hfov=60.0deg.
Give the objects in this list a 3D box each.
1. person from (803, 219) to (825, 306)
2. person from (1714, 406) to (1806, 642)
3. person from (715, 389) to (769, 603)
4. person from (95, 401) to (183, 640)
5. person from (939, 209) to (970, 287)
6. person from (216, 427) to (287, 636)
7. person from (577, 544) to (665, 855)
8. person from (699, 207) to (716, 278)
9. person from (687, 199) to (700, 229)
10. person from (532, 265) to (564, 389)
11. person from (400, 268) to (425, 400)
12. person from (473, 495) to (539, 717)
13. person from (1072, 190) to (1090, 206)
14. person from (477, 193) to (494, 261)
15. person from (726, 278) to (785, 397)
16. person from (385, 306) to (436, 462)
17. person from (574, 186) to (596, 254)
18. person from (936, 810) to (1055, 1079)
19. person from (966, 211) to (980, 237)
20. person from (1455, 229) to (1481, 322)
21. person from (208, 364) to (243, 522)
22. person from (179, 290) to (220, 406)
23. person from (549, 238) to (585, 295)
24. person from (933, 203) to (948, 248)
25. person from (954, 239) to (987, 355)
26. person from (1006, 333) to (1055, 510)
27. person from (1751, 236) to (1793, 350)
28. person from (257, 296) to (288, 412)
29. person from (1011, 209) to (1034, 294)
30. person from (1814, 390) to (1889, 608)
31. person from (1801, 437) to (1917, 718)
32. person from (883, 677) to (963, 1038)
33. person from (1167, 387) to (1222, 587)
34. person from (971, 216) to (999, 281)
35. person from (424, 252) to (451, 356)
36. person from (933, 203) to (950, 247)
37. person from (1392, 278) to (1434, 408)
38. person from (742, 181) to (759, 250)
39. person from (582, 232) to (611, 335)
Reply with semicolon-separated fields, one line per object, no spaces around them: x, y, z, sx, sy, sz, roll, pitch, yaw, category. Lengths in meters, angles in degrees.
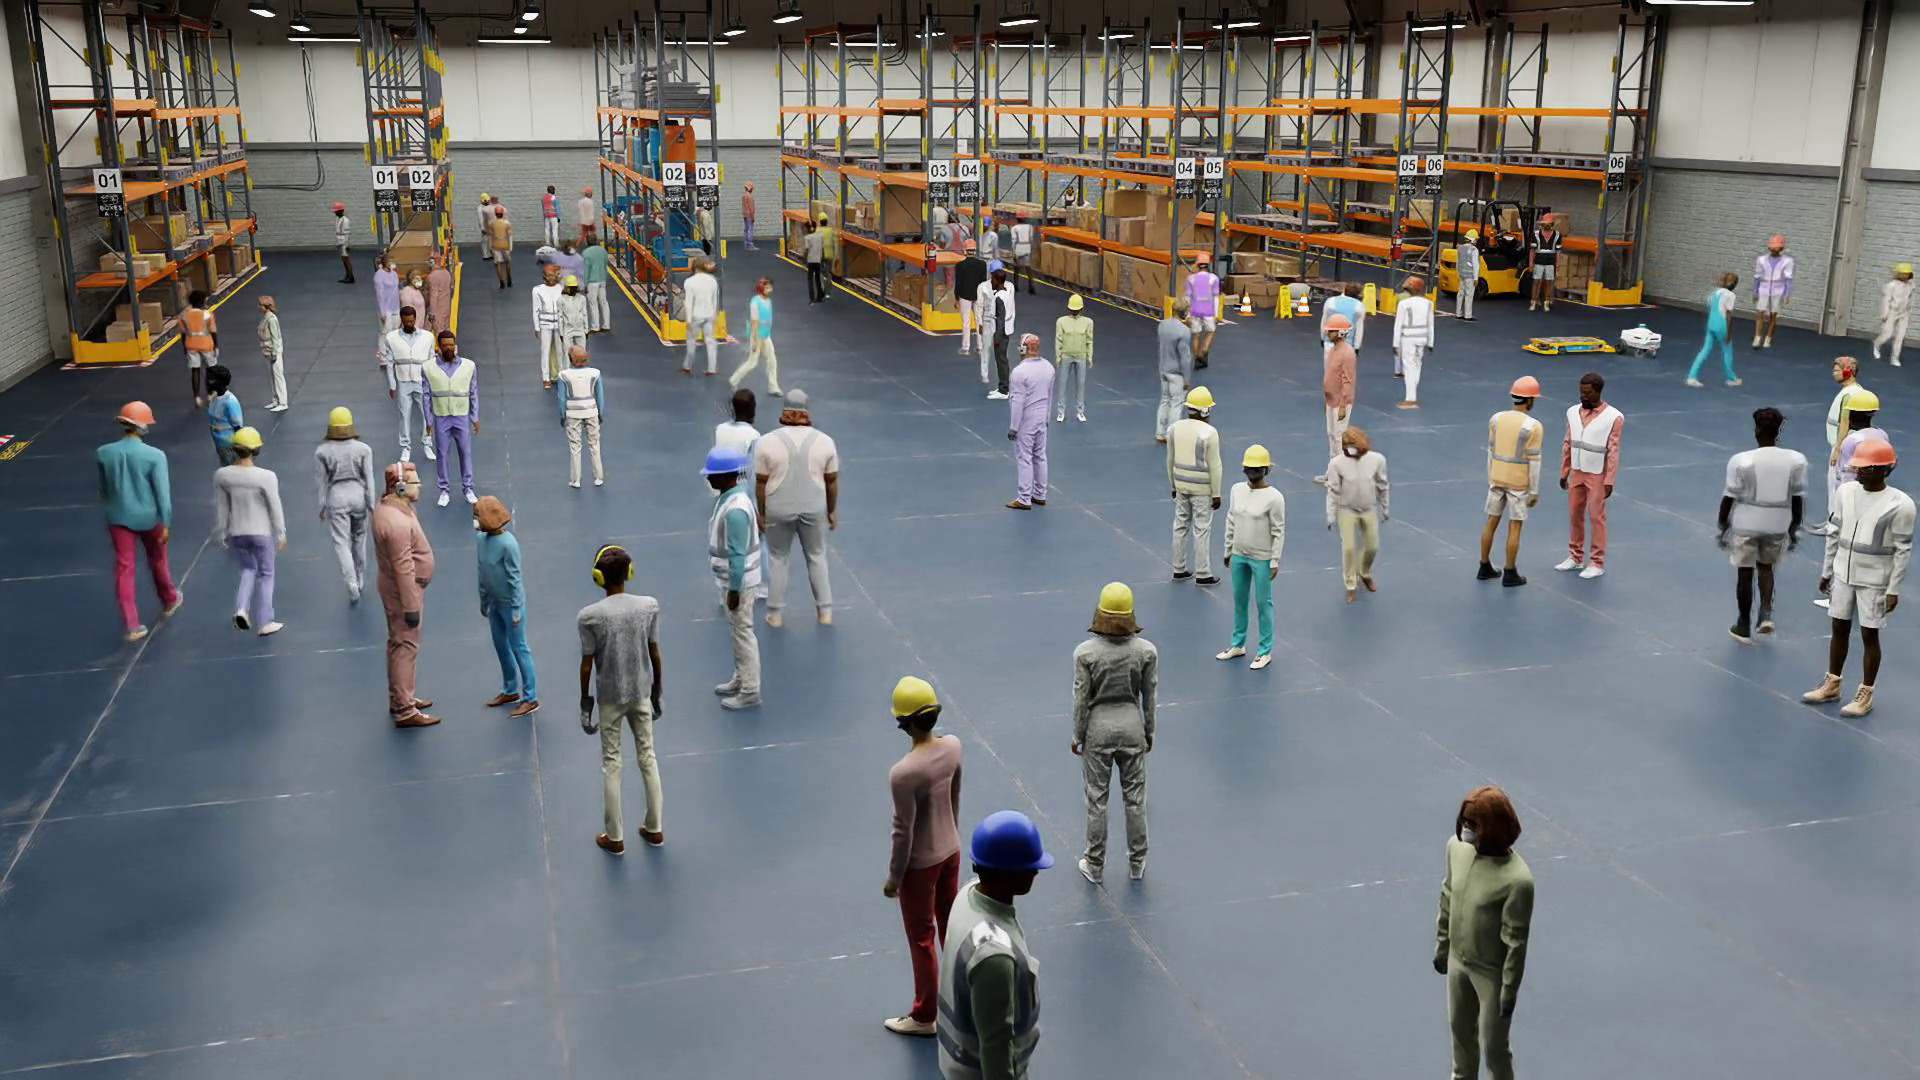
-3.160;-5.987;35.878;0.632;1.858;0.560;-12;19;-38;person
6.508;-0.123;13.564;0.648;1.949;0.426;1;15;4;person
-1.877;-0.395;14.695;0.594;1.896;0.667;12;19;38;person
-6.843;-0.190;13.876;0.598;1.927;1.045;-2;15;-6;person
-0.152;-6.188;36.223;0.684;2.000;0.535;-5;16;-17;person
-5.825;-0.067;13.733;0.547;1.751;0.380;2;15;7;person
-1.982;0.936;9.766;0.515;1.861;0.328;-8;17;-28;person
-6.240;-7.477;41.166;0.402;1.990;0.622;-2;15;-9;person
-7.653;-8.940;47.450;0.518;1.589;0.599;-1;15;-3;person
-6.261;-3.274;25.560;0.575;1.882;0.355;-7;16;-25;person
-8.060;-3.050;24.620;0.371;1.935;0.627;-2;15;-6;person
-3.293;0.470;11.975;0.312;1.624;0.505;-14;20;-42;person
3.328;-8.780;46.213;0.584;1.918;0.376;8;17;27;person
-12.971;-8.567;45.572;0.404;1.833;0.590;2;15;7;person
-3.051;-3.011;24.749;0.875;1.801;0.593;6;16;20;person
-6.719;-1.924;20.424;0.588;1.914;0.392;-6;16;-23;person
-10.493;-8.907;46.597;0.614;1.967;0.774;12;19;38;person
0.124;1.887;6.043;0.416;1.940;0.601;-2;15;-6;person
0.379;-7.092;40.156;0.533;1.765;0.330;-4;15;-16;person
10.138;-5.261;33.130;0.404;1.831;0.600;-6;16;-21;person
-7.603;-0.983;17.293;0.322;1.697;0.534;-13;20;-41;person
-11.013;-2.780;24.120;0.586;1.667;0.585;-1;15;-4;person
-7.237;-4.565;30.402;0.795;1.894;0.436;-1;15;-5;person
-0.593;-9.623;49.532;0.625;1.844;0.429;-10;18;-33;person
0.182;-4.217;28.889;0.609;1.996;0.383;-6;16;-22;person
0.733;-1.284;18.024;0.408;1.906;0.653;12;19;38;person
14.315;-4.347;29.364;0.633;1.994;0.998;9;17;31;person
-9.807;-2.659;23.712;0.308;1.640;0.510;-10;18;-32;person
1.446;-6.590;38.017;0.553;1.906;0.924;-4;15;-16;person
7.747;-0.343;14.445;0.594;1.924;0.382;-10;18;-34;person
6.452;0.265;11.935;0.394;2.041;0.612;-7;16;-24;person
-0.182;1.492;7.865;0.328;1.761;0.523;10;18;33;person
2.156;-0.487;15.164;0.403;1.835;0.588;-13;20;-41;person
0.484;-5.955;35.578;0.666;1.918;0.448;4;15;14;person
-8.645;-3.808;27.526;0.407;1.908;0.641;1;15;4;person
-0.552;-8.305;44.635;0.621;1.805;0.681;-4;15;-13;person
6.577;-2.837;24.021;0.623;1.848;0.630;-4;15;-16;person
-6.184;-9.509;48.811;0.382;1.993;0.609;-9;17;-29;person
-6.876;-4.840;31.374;0.368;1.930;0.628;9;17;30;person
